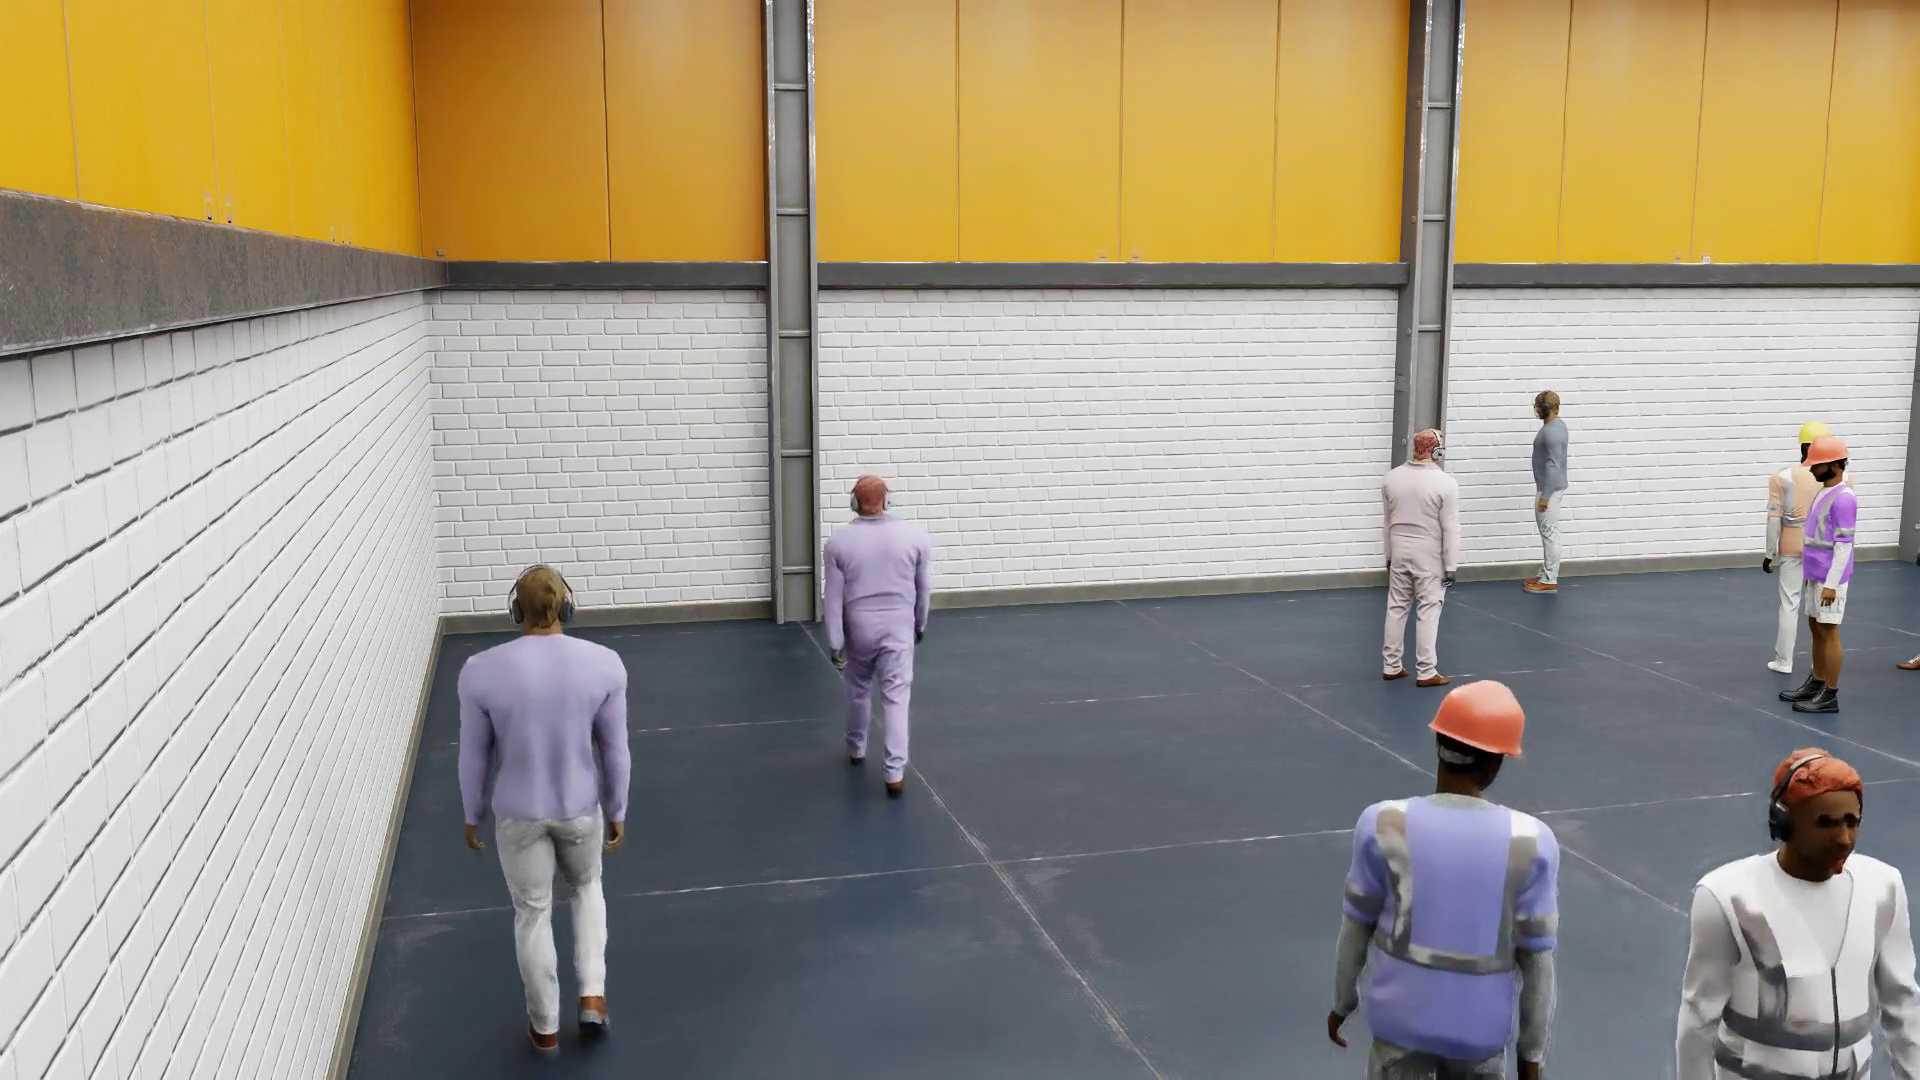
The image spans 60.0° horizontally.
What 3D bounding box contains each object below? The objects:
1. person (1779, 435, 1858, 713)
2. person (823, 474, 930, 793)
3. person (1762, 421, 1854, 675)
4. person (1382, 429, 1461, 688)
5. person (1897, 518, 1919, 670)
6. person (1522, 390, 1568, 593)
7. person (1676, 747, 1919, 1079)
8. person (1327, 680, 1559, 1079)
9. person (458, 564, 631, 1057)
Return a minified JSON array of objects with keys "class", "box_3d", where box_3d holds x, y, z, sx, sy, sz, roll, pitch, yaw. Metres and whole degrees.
[{"class":"person","box_3d":[5.958,0.236,11.500,0.367,1.930,0.542,2,9,12]},{"class":"person","box_3d":[-0.491,0.531,9.920,0.646,1.850,1.024,-1,9,-7]},{"class":"person","box_3d":[6.376,0.067,12.552,0.589,1.928,0.385,2,9,13]},{"class":"person","box_3d":[3.407,0.132,12.252,0.401,1.902,0.643,-8,12,-40]},{"class":"person","box_3d":[7.382,0.096,12.444,0.409,1.905,0.651,-1,9,-4]},{"class":"person","box_3d":[5.580,-0.457,15.807,0.371,1.935,0.627,3,10,20]},{"class":"person","box_3d":[2.180,1.440,4.270,0.596,1.830,0.982,-2,9,-12]},{"class":"person","box_3d":[1.340,1.334,4.675,0.583,1.913,0.399,2,9,10]},{"class":"person","box_3d":[-1.614,1.045,6.468,0.635,1.927,0.436,-4,10,-21]}]
